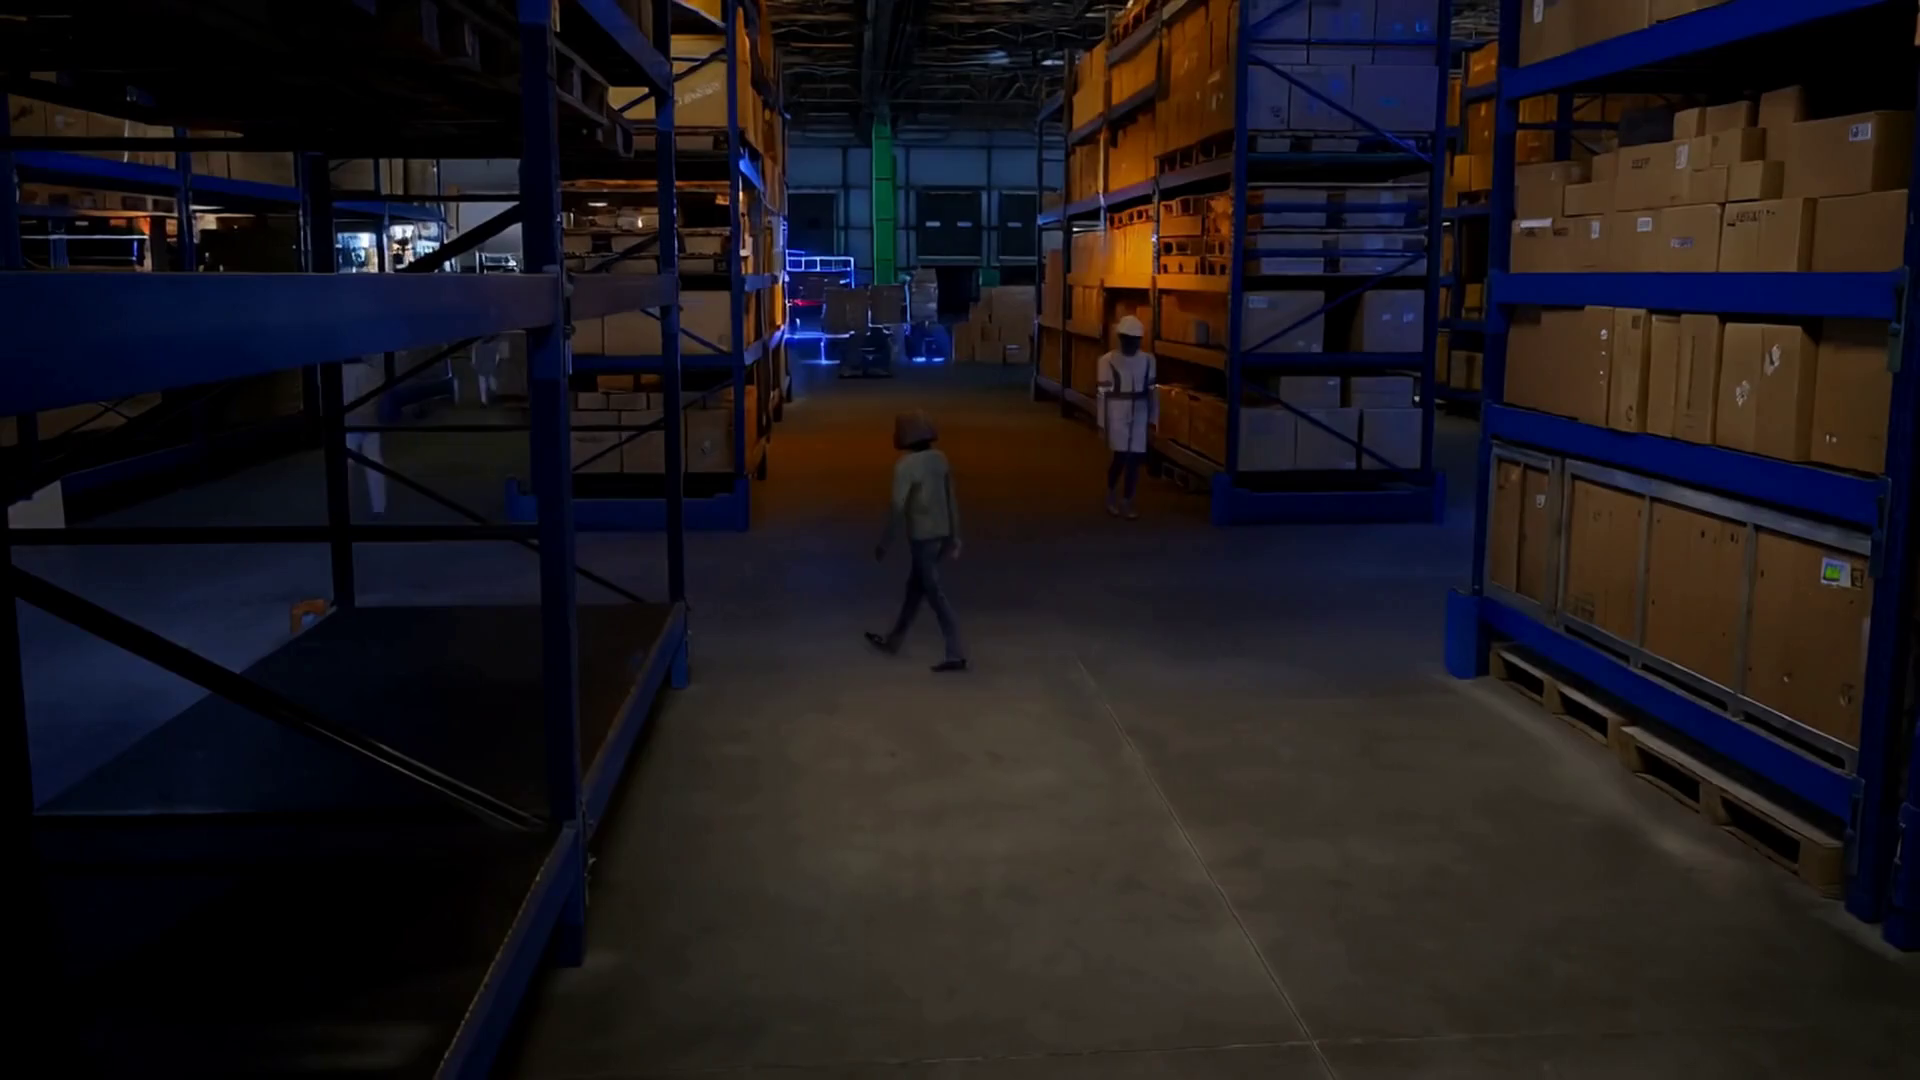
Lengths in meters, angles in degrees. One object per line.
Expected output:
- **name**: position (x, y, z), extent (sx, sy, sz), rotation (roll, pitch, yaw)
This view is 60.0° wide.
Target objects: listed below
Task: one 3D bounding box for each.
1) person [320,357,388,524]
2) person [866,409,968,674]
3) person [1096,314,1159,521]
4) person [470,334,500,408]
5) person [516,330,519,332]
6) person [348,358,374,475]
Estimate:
- **person**: position (-5.908, -1.053, 16.195), extent (0.647, 1.777, 0.955), rotation (-7, 11, -36)
- **person**: position (-0.287, 0.004, 10.122), extent (0.865, 1.586, 0.523), rotation (5, 11, 31)
- **person**: position (1.654, -1.186, 16.258), extent (0.609, 2.024, 0.423), rotation (-3, 10, -18)
- **person**: position (-8.642, -3.252, 30.297), extent (0.541, 1.677, 0.647), rotation (-1, 9, -8)
- **person**: position (-15.043, -7.598, 57.059), extent (1.003, 1.868, 0.696), rotation (-2, 9, -13)
- **person**: position (-7.292, -1.626, 20.034), extent (0.531, 1.699, 0.320), rotation (-6, 11, -32)
